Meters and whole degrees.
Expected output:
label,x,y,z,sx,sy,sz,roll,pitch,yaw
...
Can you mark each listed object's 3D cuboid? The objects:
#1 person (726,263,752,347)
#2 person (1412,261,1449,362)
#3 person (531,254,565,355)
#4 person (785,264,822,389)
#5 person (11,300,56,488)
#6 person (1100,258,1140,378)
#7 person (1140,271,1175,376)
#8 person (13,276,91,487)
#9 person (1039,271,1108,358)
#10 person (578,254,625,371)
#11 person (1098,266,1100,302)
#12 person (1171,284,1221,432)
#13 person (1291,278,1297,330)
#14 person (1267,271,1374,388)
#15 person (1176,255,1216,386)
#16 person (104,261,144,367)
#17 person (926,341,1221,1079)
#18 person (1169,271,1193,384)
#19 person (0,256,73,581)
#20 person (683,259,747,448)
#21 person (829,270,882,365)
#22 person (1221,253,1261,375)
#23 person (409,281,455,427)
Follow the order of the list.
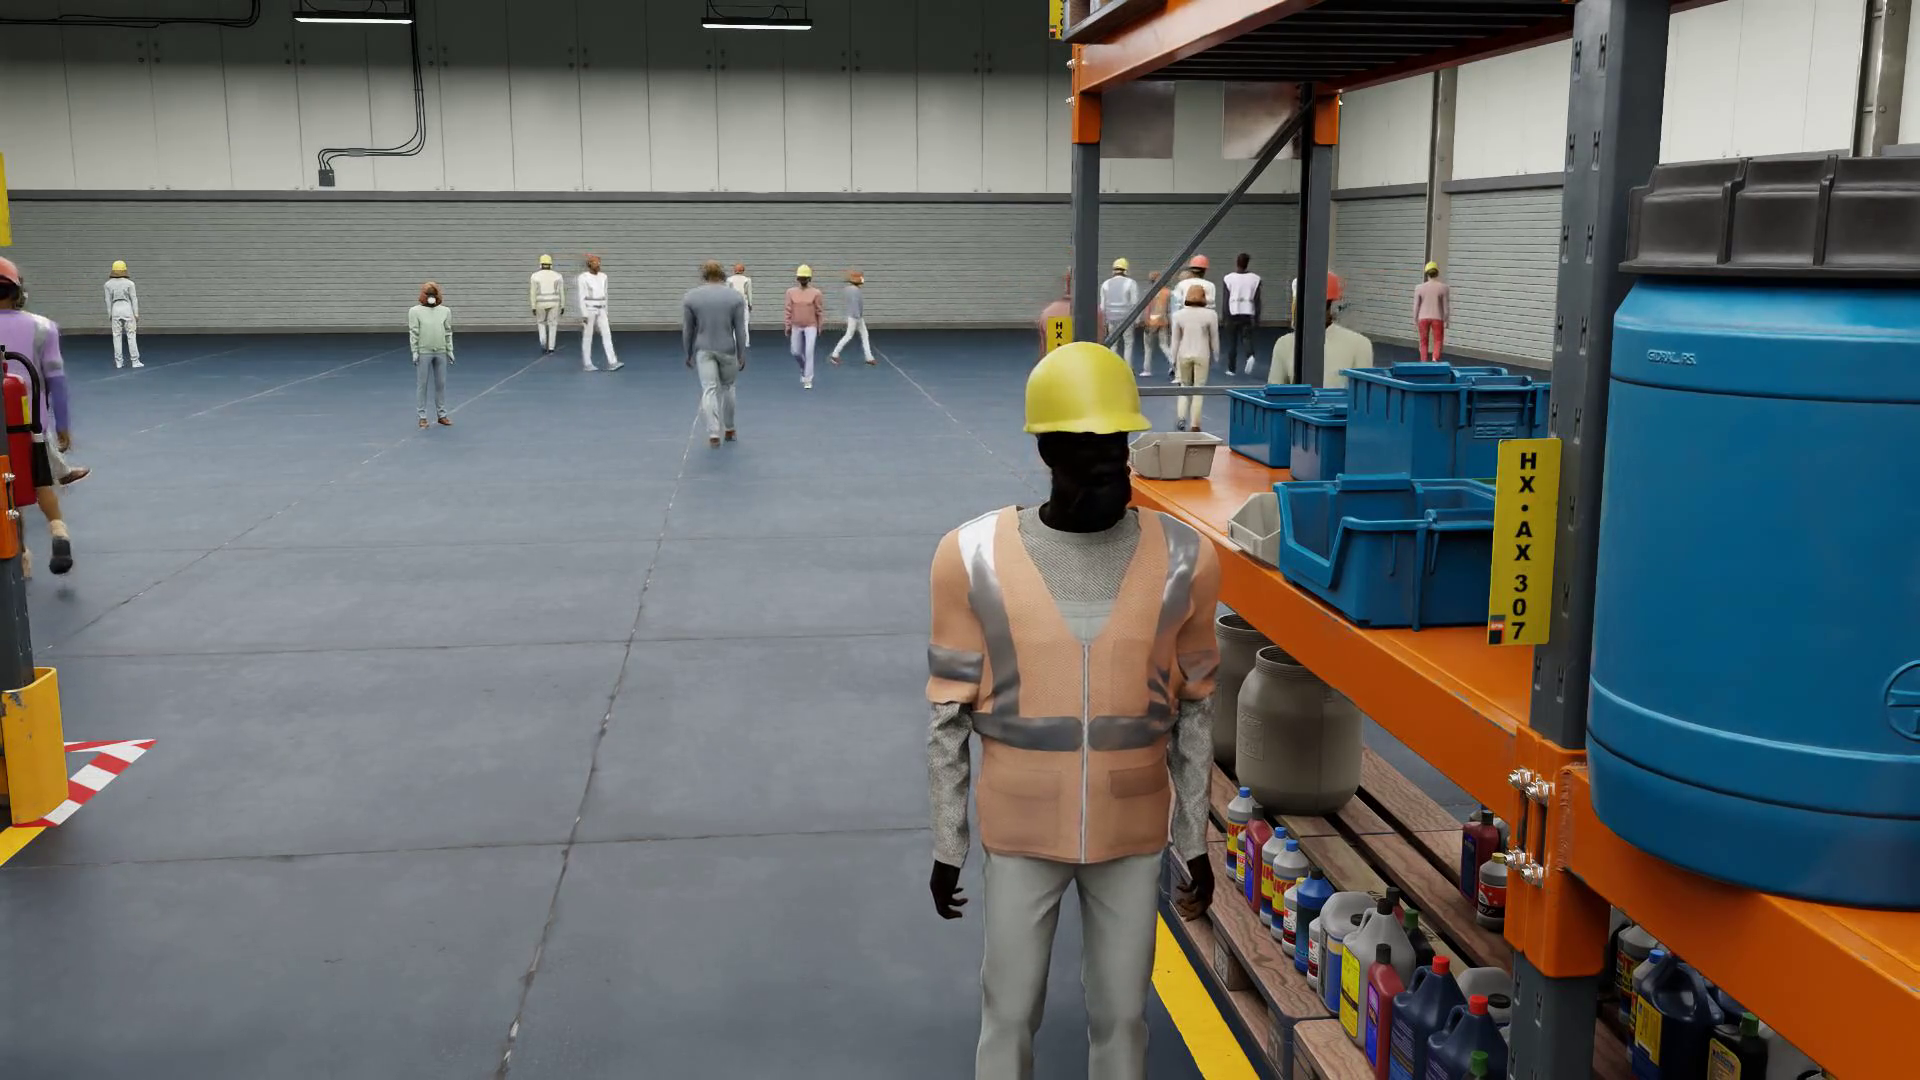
label,x,y,z,sx,sy,sz,roll,pitch,yaw
person,-4.273,-4.544,32.214,0.509,1.629,0.316,-1,10,-4
person,7.208,-3.385,25.486,0.551,1.753,0.393,3,11,16
person,-7.502,-4.285,30.282,0.611,1.808,0.615,-3,11,-17
person,-2.197,-3.022,23.532,0.535,1.749,0.529,1,10,6
person,-7.430,-1.143,13.077,0.797,1.813,0.615,5,11,26
person,2.390,-3.298,24.894,0.629,1.809,0.450,6,12,29
person,3.028,-3.279,25.342,0.522,1.619,0.609,-6,12,-29
person,-7.848,-1.303,13.915,0.551,1.817,0.961,5,11,26
person,0.985,-1.256,13.460,0.679,1.885,0.616,8,13,37
person,-5.712,-3.582,26.324,0.908,1.845,0.611,8,13,39
person,2.733,-5.378,36.086,0.588,1.898,0.870,-5,11,-24
person,2.574,-1.971,18.154,0.519,1.618,0.534,4,11,20
person,5.179,-3.286,24.720,0.504,1.847,0.345,2,11,12
person,1.977,-0.551,9.438,0.653,1.941,1.029,9,14,40
person,3.174,-2.935,22.693,0.558,1.900,0.882,6,12,31
person,-13.709,-3.696,27.254,0.485,1.744,0.294,-1,10,-7
person,0.229,0.568,3.356,0.594,1.929,0.352,-1,10,-4
person,3.275,-3.073,24.152,0.526,1.643,0.312,-3,11,-18
person,-5.794,-0.720,10.195,0.607,2.023,0.607,-9,14,-42
person,-2.515,-1.928,17.134,0.651,1.887,1.002,-1,10,-7
person,-1.774,-3.705,27.728,0.849,1.602,0.505,2,10,8
person,4.321,-3.449,25.514,0.610,1.895,0.694,-1,10,-6
person,-5.947,-2.090,18.748,0.498,1.633,0.284,-9,13,-39
